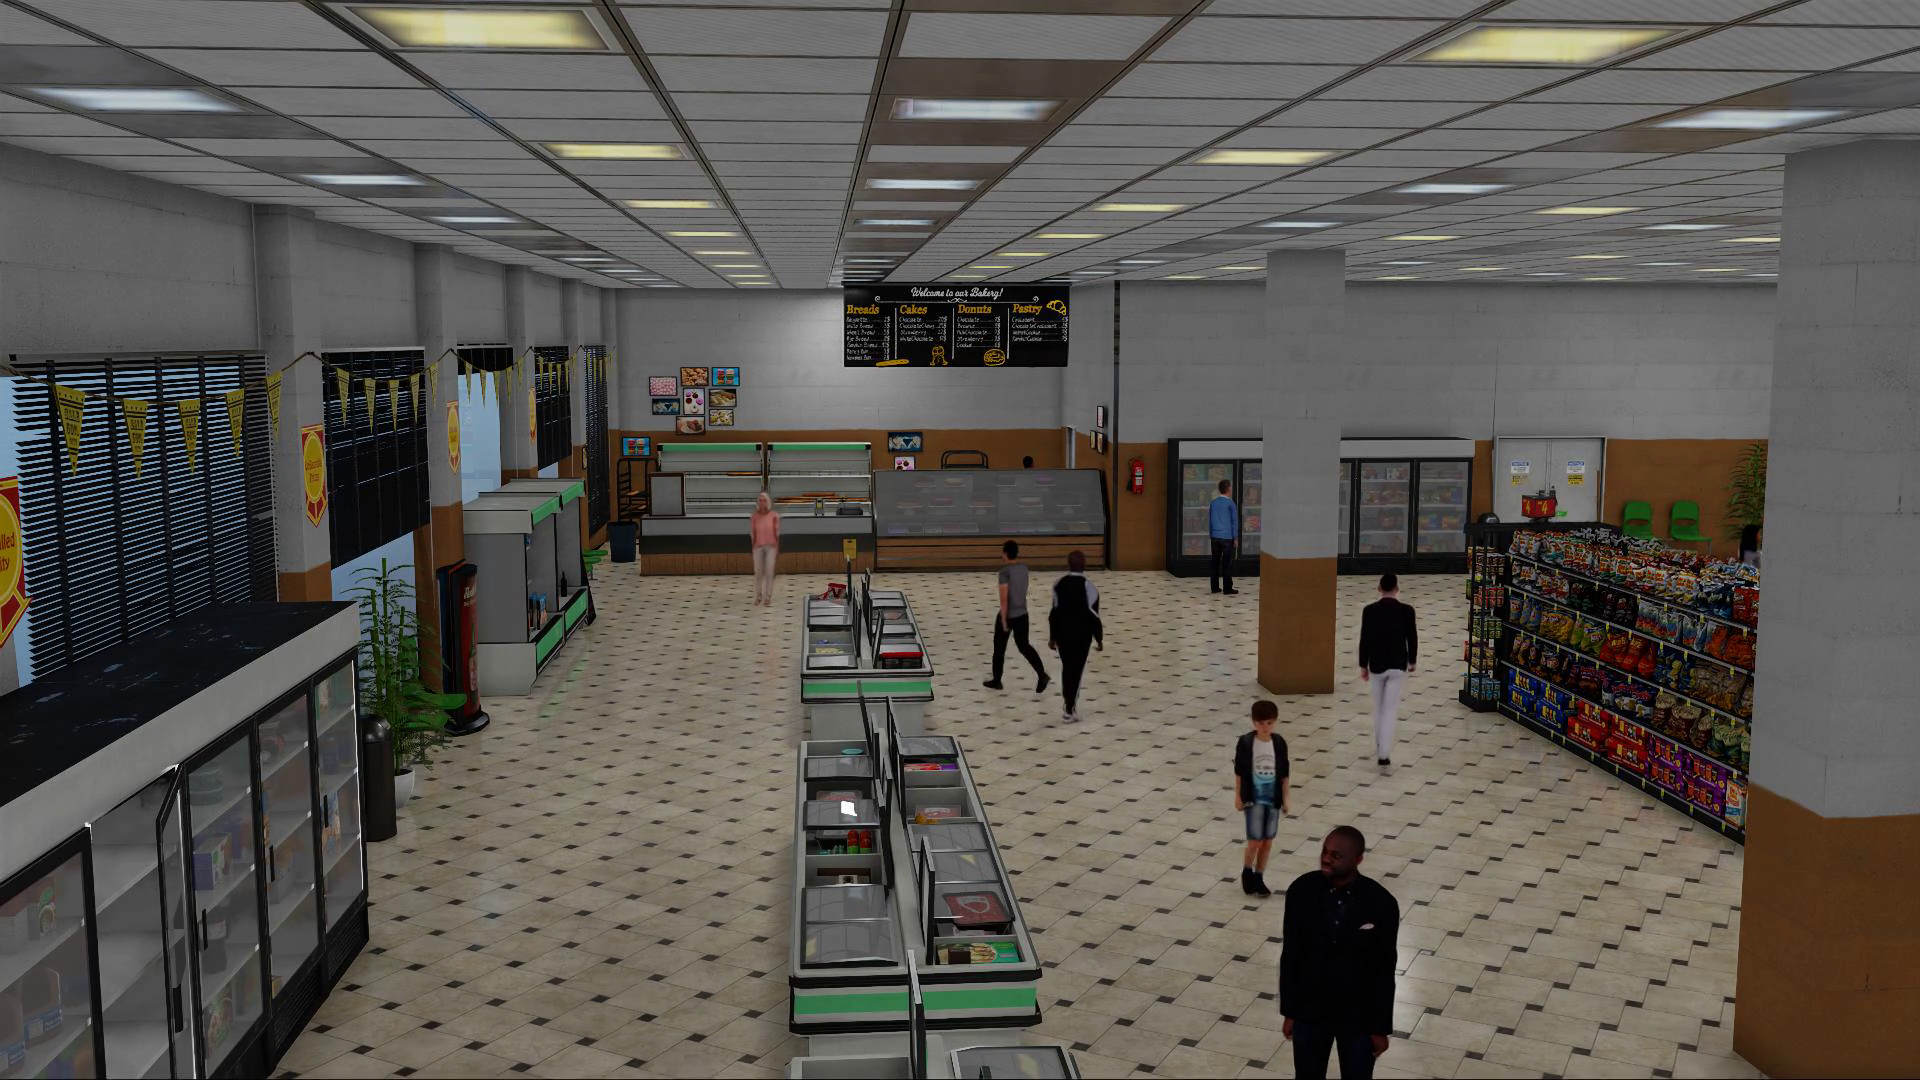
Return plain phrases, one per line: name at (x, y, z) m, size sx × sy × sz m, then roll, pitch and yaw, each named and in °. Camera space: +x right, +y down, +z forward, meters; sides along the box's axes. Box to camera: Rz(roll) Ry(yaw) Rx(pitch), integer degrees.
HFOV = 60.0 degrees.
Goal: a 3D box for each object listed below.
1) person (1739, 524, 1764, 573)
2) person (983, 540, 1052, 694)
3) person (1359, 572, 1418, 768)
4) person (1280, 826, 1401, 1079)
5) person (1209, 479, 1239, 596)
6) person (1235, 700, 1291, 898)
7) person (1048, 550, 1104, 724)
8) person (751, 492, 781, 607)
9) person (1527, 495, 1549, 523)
person at (9.684, 0.684, 20.641) m, size 1.065 × 1.690 × 1.189 m, roll 3°, pitch 8°, yaw 25°
person at (0.668, 0.883, 18.826) m, size 1.038 × 1.730 × 1.176 m, roll -6°, pitch 9°, yaw -42°
person at (3.993, 1.245, 15.562) m, size 1.026 × 1.794 × 1.288 m, roll 3°, pitch 7°, yaw 22°
person at (1.741, 2.188, 7.667) m, size 0.785 × 1.818 × 0.792 m, roll 3°, pitch 8°, yaw 26°
person at (4.149, -0.058, 26.251) m, size 0.730 × 1.818 × 0.802 m, roll 6°, pitch 9°, yaw 42°
person at (2.167, 1.852, 12.028) m, size 0.550 × 1.437 × 0.552 m, roll -1°, pitch 7°, yaw -10°
person at (1.138, 1.015, 17.362) m, size 0.888 × 1.819 × 0.942 m, roll 4°, pitch 8°, yaw 32°
person at (-2.919, 0.132, 25.124) m, size 0.604 × 1.709 × 0.743 m, roll 0°, pitch 7°, yaw -3°
person at (8.775, 0.172, 25.081) m, size 1.078 × 1.641 × 1.099 m, roll 4°, pitch 8°, yaw 31°
